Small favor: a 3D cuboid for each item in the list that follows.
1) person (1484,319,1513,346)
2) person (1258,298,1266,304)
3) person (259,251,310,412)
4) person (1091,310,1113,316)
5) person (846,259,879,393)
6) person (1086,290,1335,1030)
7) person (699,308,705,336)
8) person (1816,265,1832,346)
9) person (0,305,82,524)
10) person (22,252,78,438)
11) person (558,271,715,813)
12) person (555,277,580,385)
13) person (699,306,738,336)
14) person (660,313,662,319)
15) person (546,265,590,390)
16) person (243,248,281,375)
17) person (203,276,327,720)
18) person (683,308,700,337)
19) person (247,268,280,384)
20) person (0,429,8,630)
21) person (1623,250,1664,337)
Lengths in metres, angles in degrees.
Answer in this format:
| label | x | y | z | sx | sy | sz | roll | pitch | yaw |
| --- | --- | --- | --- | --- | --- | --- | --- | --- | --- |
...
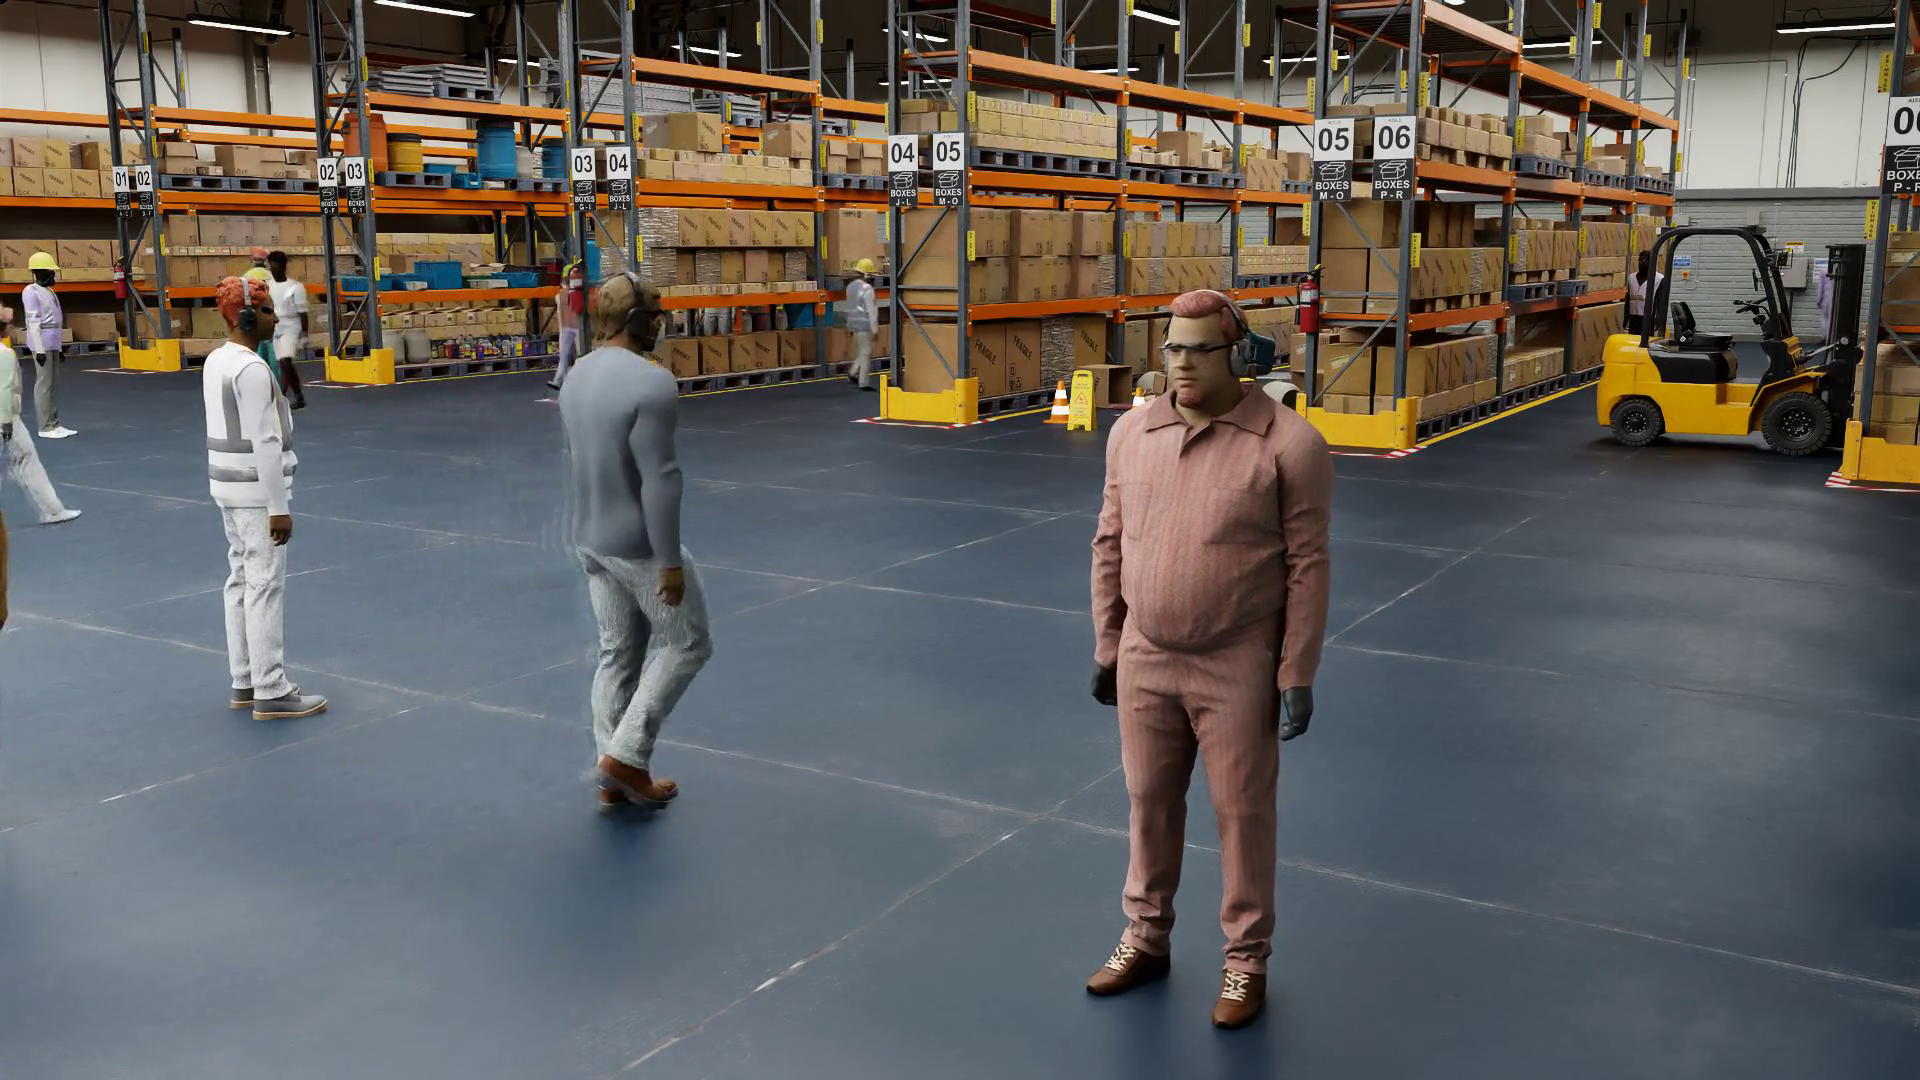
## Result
| label | x | y | z | sx | sy | sz | roll | pitch | yaw |
| --- | --- | --- | --- | --- | --- | --- | --- | --- | --- |
| person | 10.383 | -4.500 | 32.153 | 0.734 | 1.582 | 0.533 | 3 | 10 | 15 |
| person | 6.493 | -5.218 | 35.249 | 0.503 | 1.924 | 0.570 | 3 | 11 | 16 |
| person | -8.102 | -2.447 | 19.702 | 0.613 | 1.924 | 0.908 | 4 | 11 | 22 |
| person | 2.365 | -3.810 | 27.582 | 0.525 | 1.848 | 0.736 | 9 | 14 | 43 |
| person | -1.290 | -2.883 | 22.462 | 0.431 | 1.814 | 0.614 | -7 | 12 | -34 |
| person | 0.616 | 0.310 | 4.336 | 0.653 | 1.904 | 0.405 | 7 | 12 | 33 |
| person | -5.640 | -5.428 | 36.468 | 0.558 | 1.907 | 0.753 | 4 | 11 | 23 |
| person | 17.165 | -4.733 | 32.627 | 0.656 | 1.890 | 0.556 | 4 | 11 | 22 |
| person | -6.775 | -0.860 | 11.763 | 0.515 | 1.594 | 0.846 | 6 | 12 | 30 |
| person | -9.513 | -2.025 | 17.349 | 0.366 | 1.927 | 0.585 | -2 | 10 | -11 |
| person | -1.137 | 0.027 | 5.859 | 0.433 | 1.922 | 0.656 | -9 | 14 | -42 |
| person | -5.557 | -3.039 | 23.991 | 0.499 | 1.595 | 0.805 | 3 | 11 | 16 |
| person | -3.669 | -3.439 | 25.271 | 0.624 | 1.934 | 0.364 | 0 | 10 | 2 |
| person | -6.261 | -5.011 | 34.235 | 0.534 | 1.871 | 0.315 | 6 | 12 | 30 |
| person | -5.347 | -2.925 | 22.959 | 0.555 | 1.717 | 0.901 | 4 | 11 | 24 |
| person | -10.467 | -3.421 | 25.090 | 0.616 | 1.972 | 0.793 | 1 | 10 | 6 |
| person | -3.003 | -0.174 | 7.106 | 0.347 | 1.882 | 0.584 | -9 | 13 | -40 |
| person | -5.283 | -4.616 | 32.711 | 0.518 | 1.629 | 0.333 | 7 | 13 | 36 |
| person | -8.748 | -2.557 | 20.902 | 0.532 | 1.724 | 0.899 | -3 | 11 | -19 |
| person | -3.459 | 0.140 | 5.566 | 0.524 | 1.814 | 0.881 | -5 | 11 | -27 |
| person | 9.856 | -3.207 | 23.997 | 0.392 | 1.920 | 0.589 | -7 | 13 | -36 |
